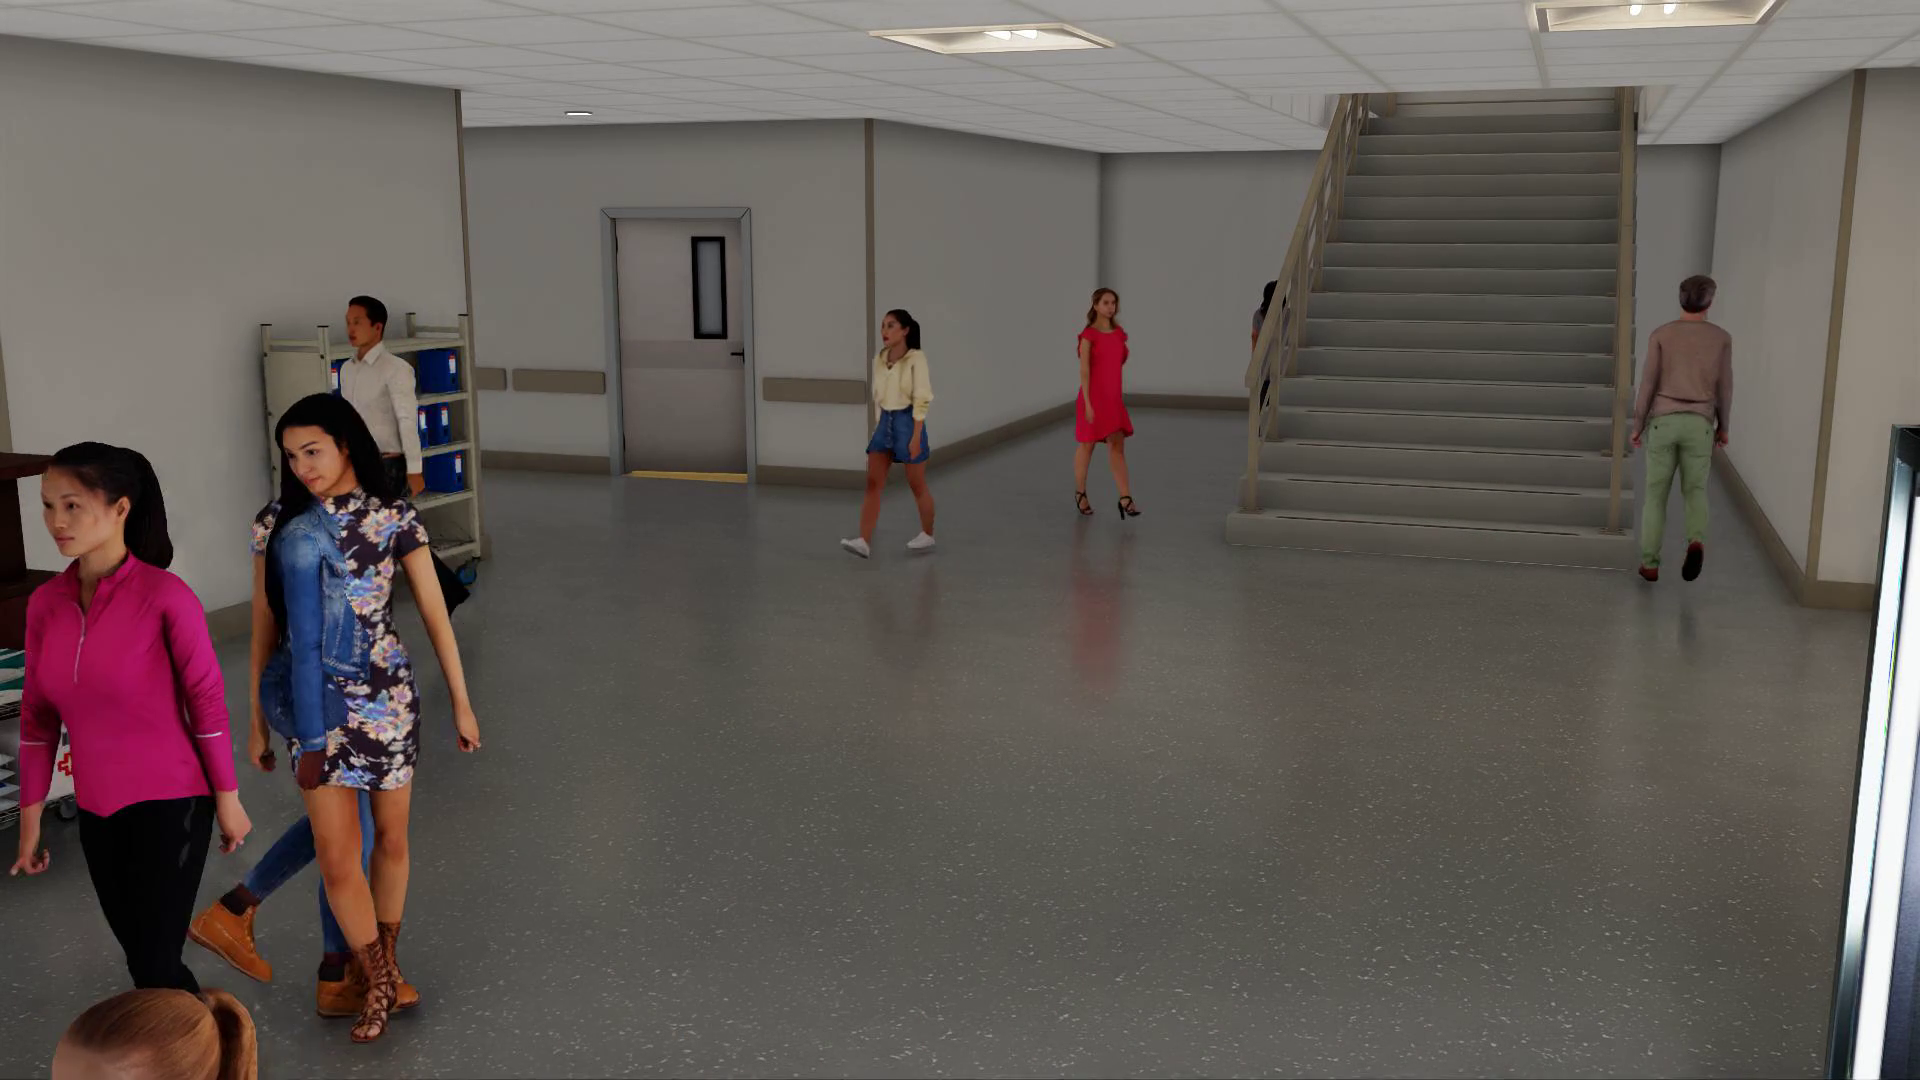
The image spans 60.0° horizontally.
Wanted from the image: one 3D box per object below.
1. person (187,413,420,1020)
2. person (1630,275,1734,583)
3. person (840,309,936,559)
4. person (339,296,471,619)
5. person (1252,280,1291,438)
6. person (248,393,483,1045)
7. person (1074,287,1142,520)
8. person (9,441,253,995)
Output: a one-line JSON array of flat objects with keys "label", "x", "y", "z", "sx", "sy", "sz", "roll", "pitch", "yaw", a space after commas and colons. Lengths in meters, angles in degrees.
[{"label": "person", "x": -1.800, "y": 0.485, "z": 4.481, "sx": 0.924, "sy": 1.692, "sz": 0.907, "roll": -1, "pitch": 11, "yaw": -7}, {"label": "person", "x": 4.320, "y": -0.626, "z": 9.913, "sx": 0.751, "sy": 1.849, "sz": 0.921, "roll": 2, "pitch": 11, "yaw": 11}, {"label": "person", "x": -0.324, "y": -0.666, "z": 10.844, "sx": 0.888, "sy": 1.580, "sz": 1.167, "roll": 8, "pitch": 14, "yaw": 37}, {"label": "person", "x": -2.911, "y": -0.339, "z": 8.586, "sx": 0.908, "sy": 1.779, "sz": 1.238, "roll": 8, "pitch": 14, "yaw": 37}, {"label": "person", "x": 3.192, "y": -1.834, "z": 16.926, "sx": 0.621, "sy": 1.608, "sz": 0.639, "roll": 3, "pitch": 11, "yaw": 18}, {"label": "person", "x": -1.667, "y": 0.460, "z": 4.535, "sx": 0.892, "sy": 1.720, "sz": 0.945, "roll": -5, "pitch": 12, "yaw": -26}, {"label": "person", "x": 0.984, "y": -1.001, "z": 12.303, "sx": 0.988, "sy": 1.694, "sz": 1.033, "roll": -6, "pitch": 12, "yaw": -28}, {"label": "person", "x": -1.847, "y": 0.602, "z": 3.889, "sx": 0.672, "sy": 1.682, "sz": 0.693, "roll": 2, "pitch": 11, "yaw": 11}]
